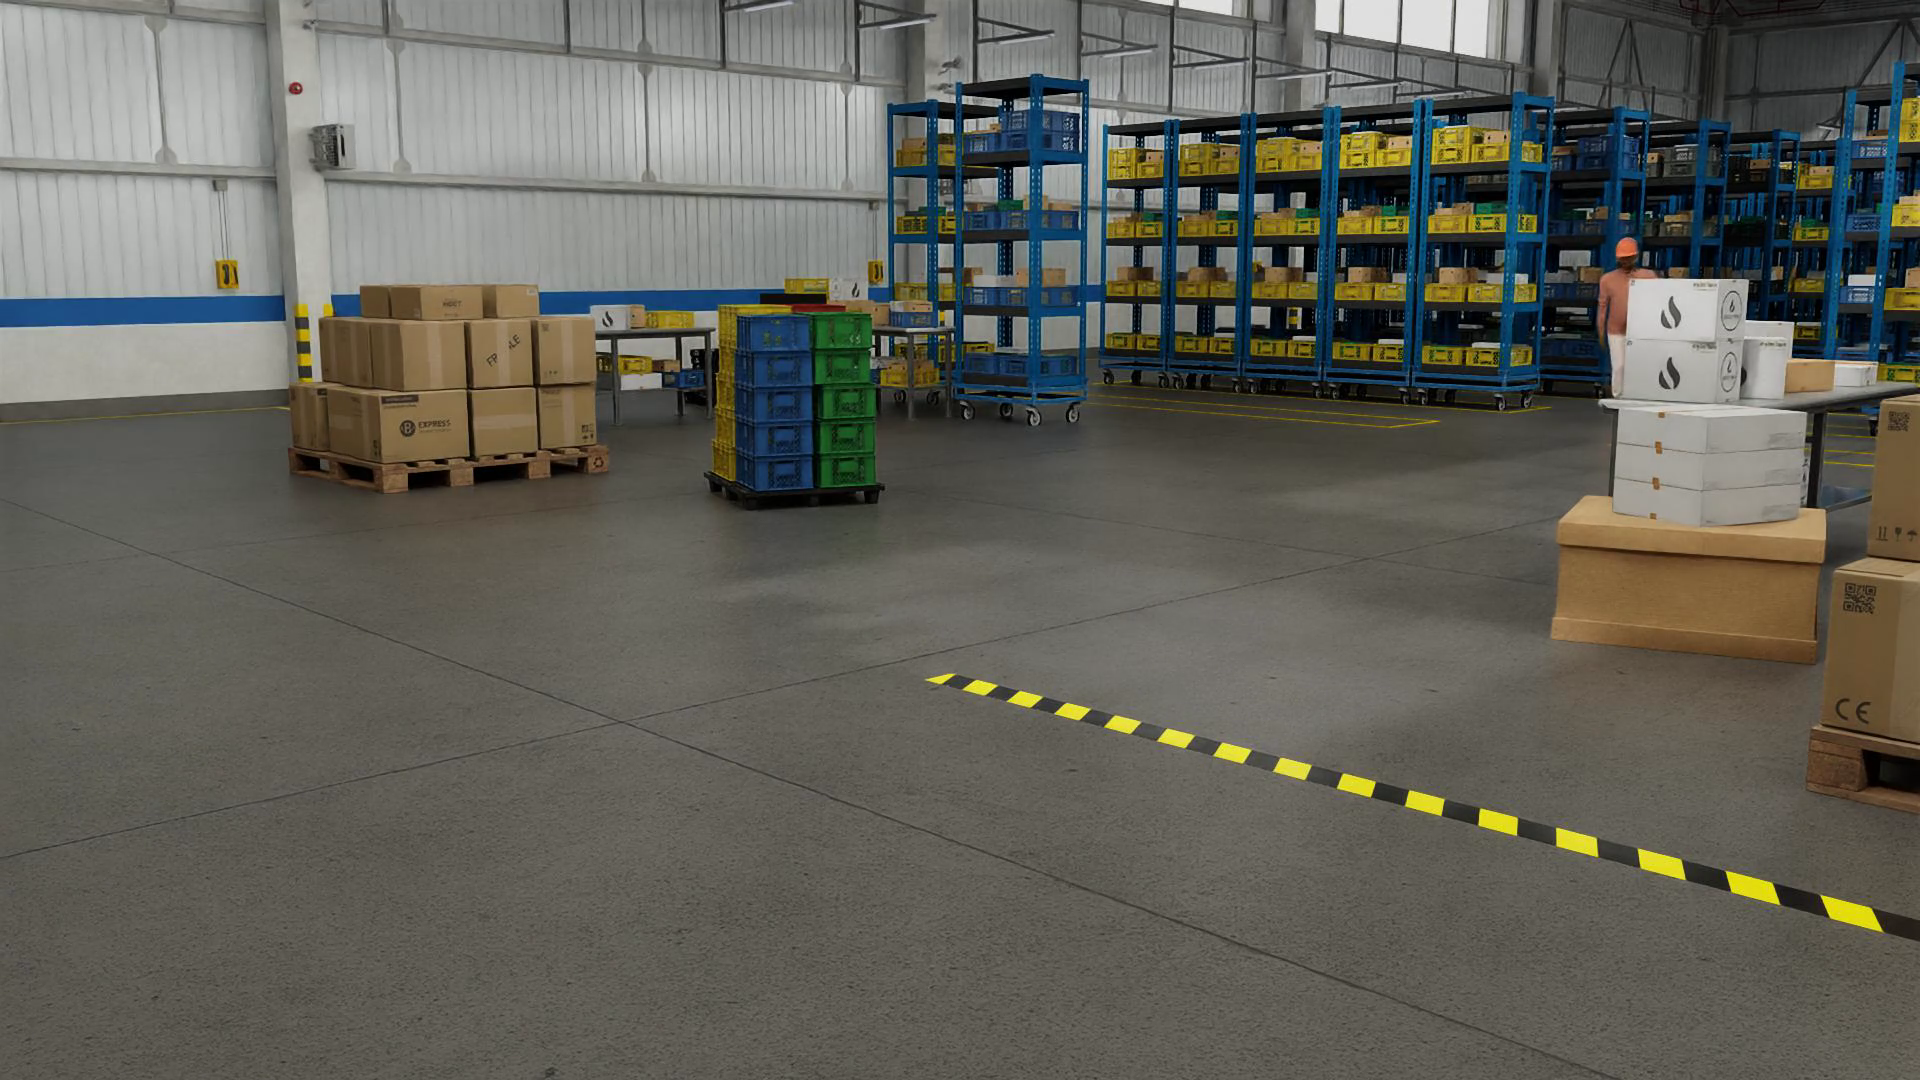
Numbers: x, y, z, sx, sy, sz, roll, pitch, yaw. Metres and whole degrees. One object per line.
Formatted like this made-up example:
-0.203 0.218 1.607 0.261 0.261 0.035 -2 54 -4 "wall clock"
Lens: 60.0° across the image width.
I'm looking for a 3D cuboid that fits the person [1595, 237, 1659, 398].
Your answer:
7.110 -2.230 17.749 0.637 1.969 0.509 4 10 23 "person"
